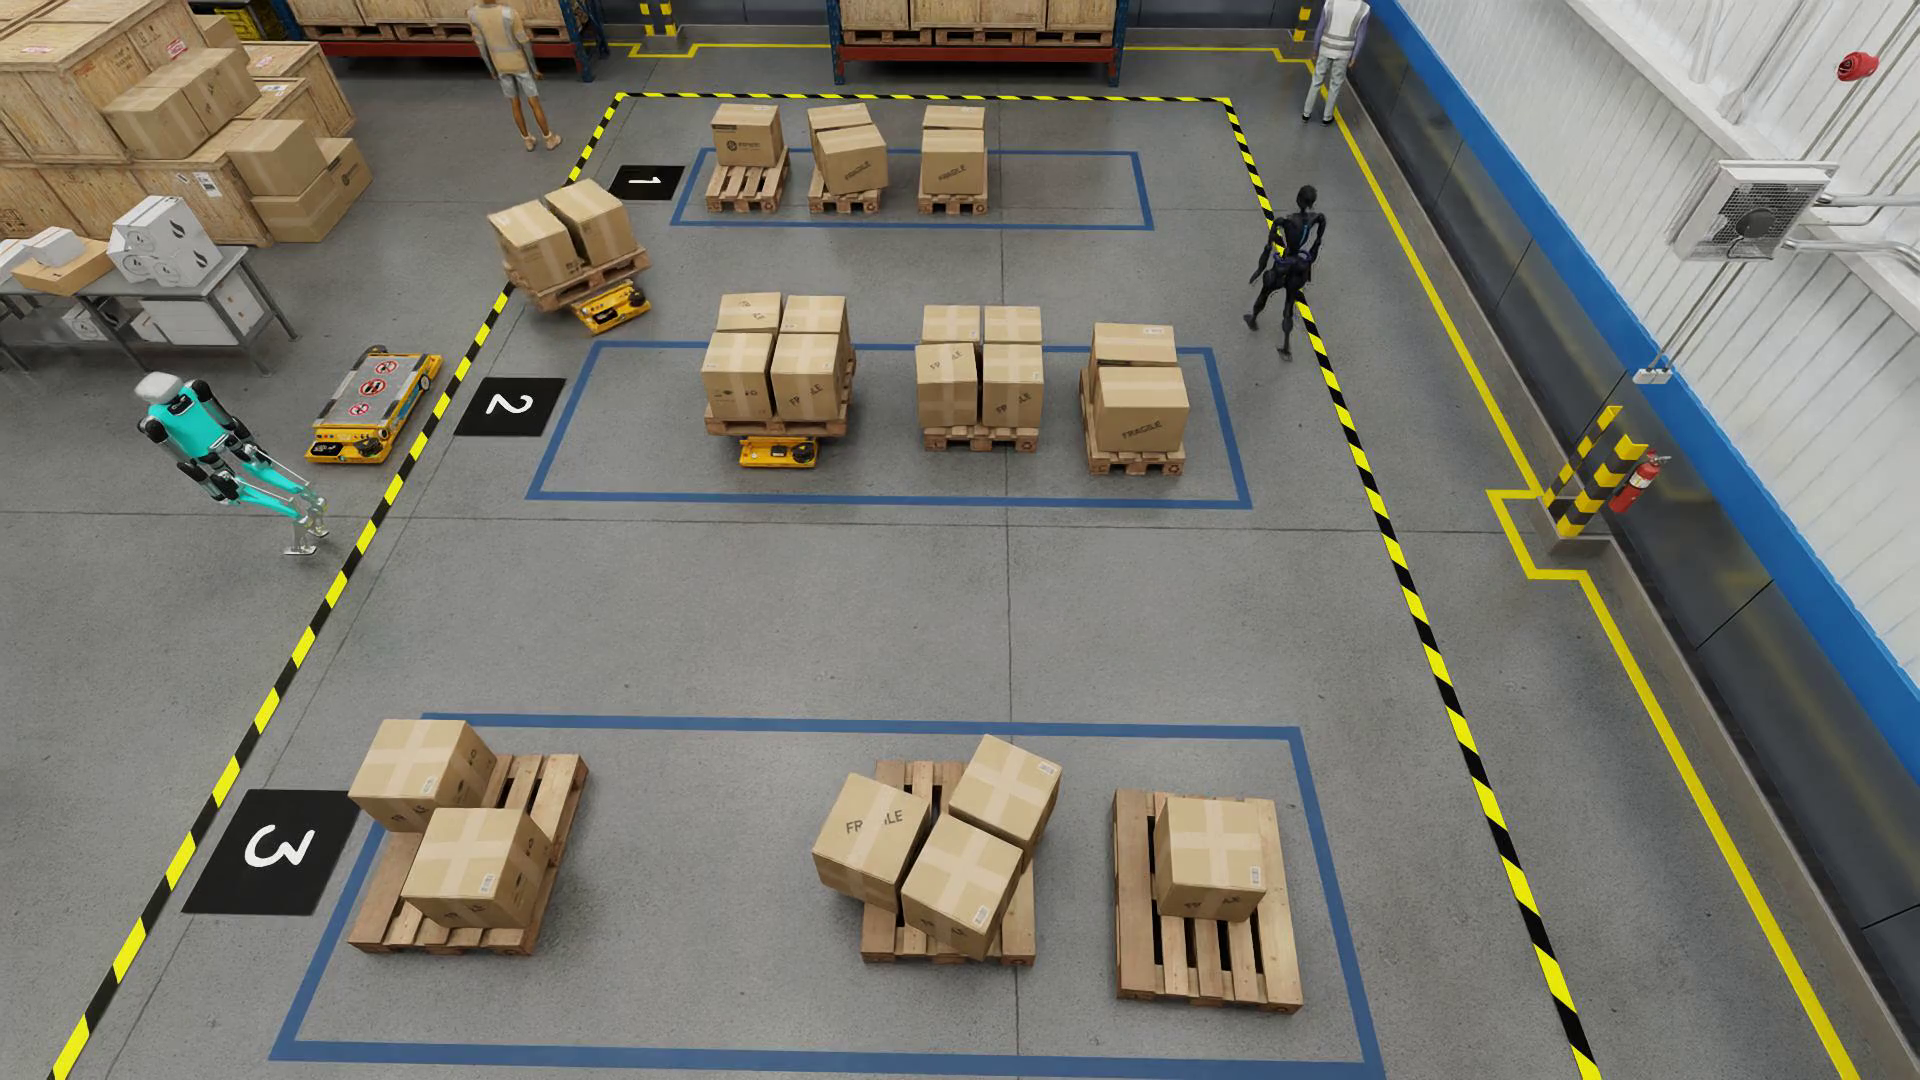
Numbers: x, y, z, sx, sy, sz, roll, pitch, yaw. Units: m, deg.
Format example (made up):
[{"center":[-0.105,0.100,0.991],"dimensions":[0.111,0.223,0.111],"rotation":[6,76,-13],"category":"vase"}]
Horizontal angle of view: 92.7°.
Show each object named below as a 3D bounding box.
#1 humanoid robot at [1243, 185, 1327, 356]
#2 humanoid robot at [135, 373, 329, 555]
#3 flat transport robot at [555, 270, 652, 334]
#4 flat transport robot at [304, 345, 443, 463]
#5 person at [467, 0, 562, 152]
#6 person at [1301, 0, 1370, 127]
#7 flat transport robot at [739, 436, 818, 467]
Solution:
[{"center":[3.087,-2.547,8.633],"dimensions":[0.588,1.631,0.786],"rotation":[-7,50,-6],"category":"humanoid robot"},{"center":[-5.176,-0.497,6.735],"dimensions":[0.735,1.681,0.533],"rotation":[10,50,8],"category":"humanoid robot"},{"center":[-3.924,-2.686,9.621],"dimensions":[0.652,0.197,1.431],"rotation":[-36,59,-27],"category":"flat transport robot"},{"center":[-5.383,-1.269,8.441],"dimensions":[0.659,0.231,1.431],"rotation":[1,50,1],"category":"flat transport robot"},{"center":[-5.406,-5.739,11.062],"dimensions":[0.607,2.043,0.395],"rotation":[-1,50,-1],"category":"person"},{"center":[4.752,-6.187,11.578],"dimensions":[0.585,1.832,0.403],"rotation":[22,53,18],"category":"person"},{"center":[-1.582,-1.235,8.394],"dimensions":[0.652,0.197,1.431],"rotation":[1,50,1],"category":"flat transport robot"}]
